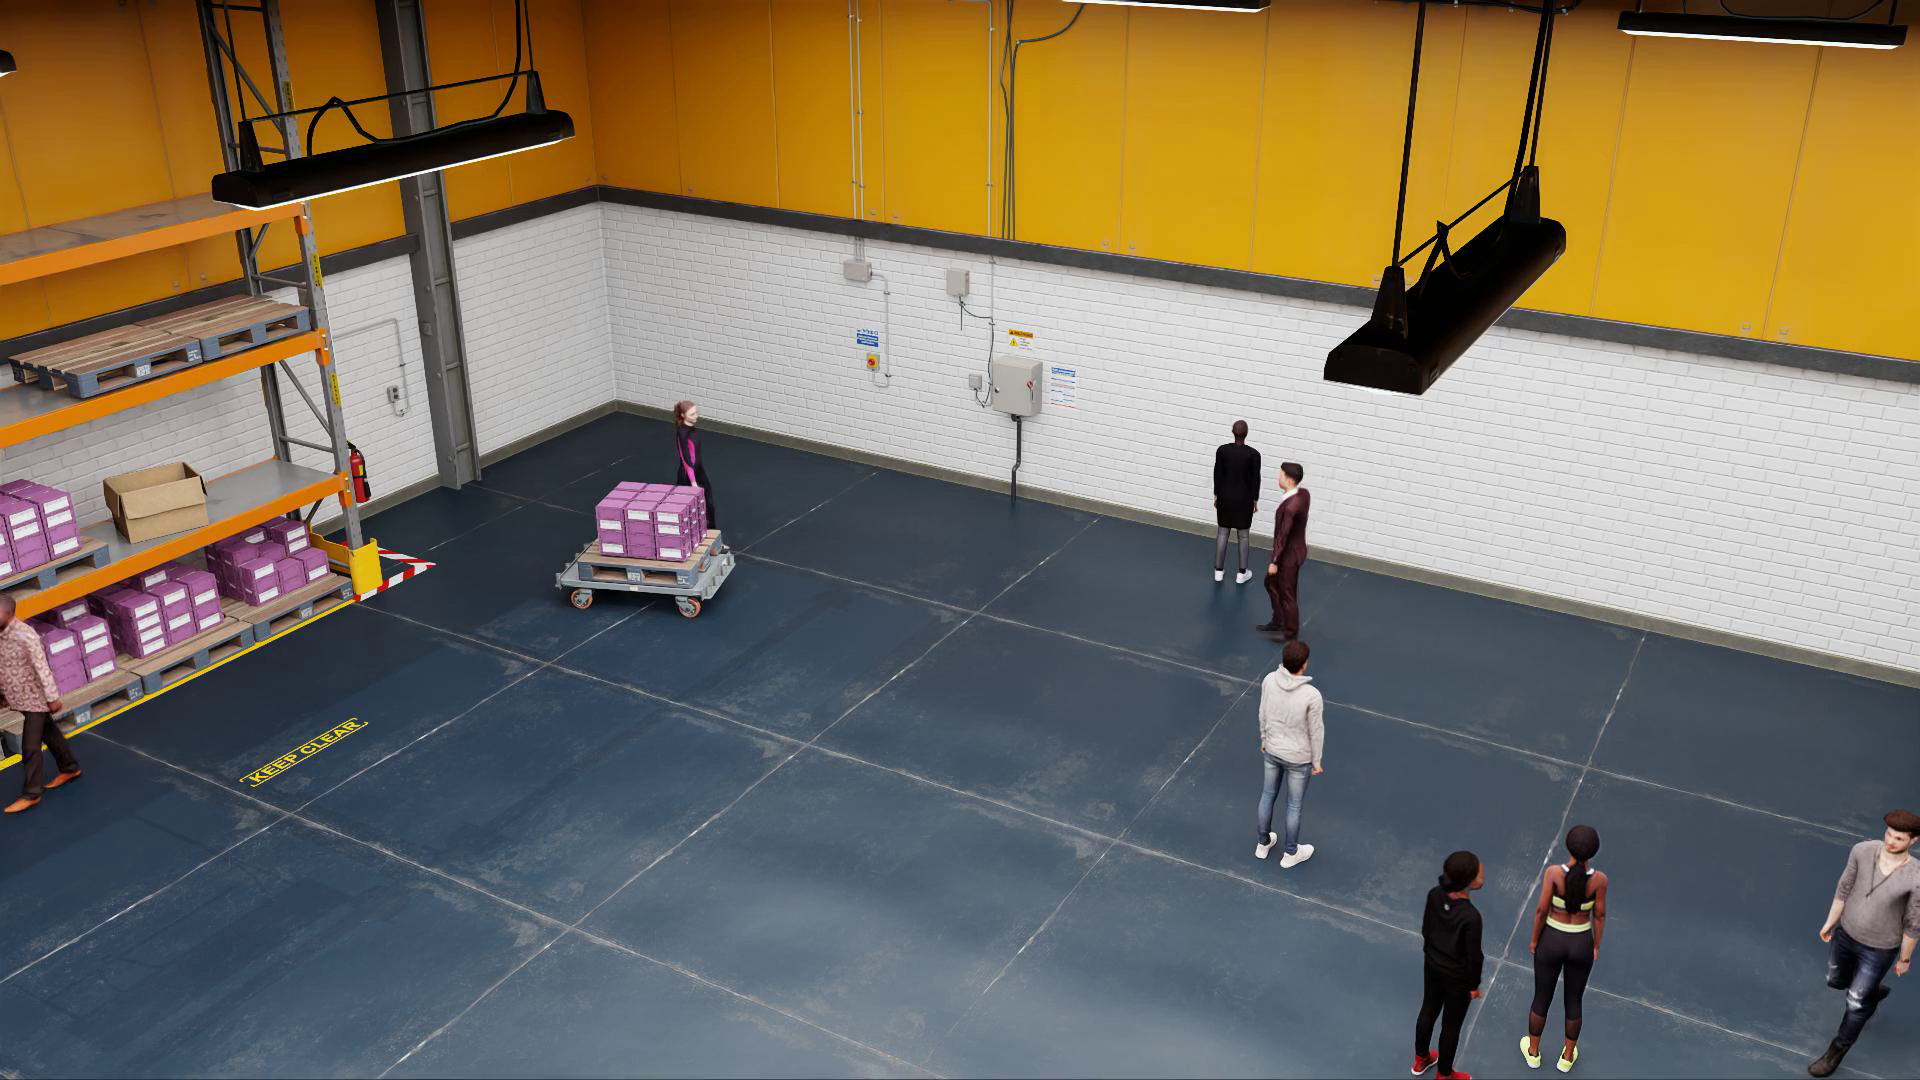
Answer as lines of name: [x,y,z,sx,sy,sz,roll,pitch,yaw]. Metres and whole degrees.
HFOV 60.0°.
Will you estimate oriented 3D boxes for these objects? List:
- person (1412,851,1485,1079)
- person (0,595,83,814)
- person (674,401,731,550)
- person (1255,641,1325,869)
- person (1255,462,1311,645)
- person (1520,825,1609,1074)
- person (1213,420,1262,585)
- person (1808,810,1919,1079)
person: [3.040,2.673,10.336,0.683,1.674,0.676,-13,27,-28]
person: [-7.452,1.237,13.488,0.771,1.781,0.974,16,28,32]
person: [-2.996,-0.669,17.937,0.856,1.709,1.148,5,24,11]
person: [2.468,1.600,12.567,0.690,1.853,0.597,17,29,33]
person: [3.225,0.147,15.890,0.817,1.853,0.668,9,25,20]
person: [3.808,2.570,10.474,0.618,1.753,0.588,6,24,13]
person: [2.856,-0.409,17.278,0.664,1.761,0.586,9,25,21]
person: [5.777,2.486,10.501,1.194,1.884,1.031,-13,27,-27]
